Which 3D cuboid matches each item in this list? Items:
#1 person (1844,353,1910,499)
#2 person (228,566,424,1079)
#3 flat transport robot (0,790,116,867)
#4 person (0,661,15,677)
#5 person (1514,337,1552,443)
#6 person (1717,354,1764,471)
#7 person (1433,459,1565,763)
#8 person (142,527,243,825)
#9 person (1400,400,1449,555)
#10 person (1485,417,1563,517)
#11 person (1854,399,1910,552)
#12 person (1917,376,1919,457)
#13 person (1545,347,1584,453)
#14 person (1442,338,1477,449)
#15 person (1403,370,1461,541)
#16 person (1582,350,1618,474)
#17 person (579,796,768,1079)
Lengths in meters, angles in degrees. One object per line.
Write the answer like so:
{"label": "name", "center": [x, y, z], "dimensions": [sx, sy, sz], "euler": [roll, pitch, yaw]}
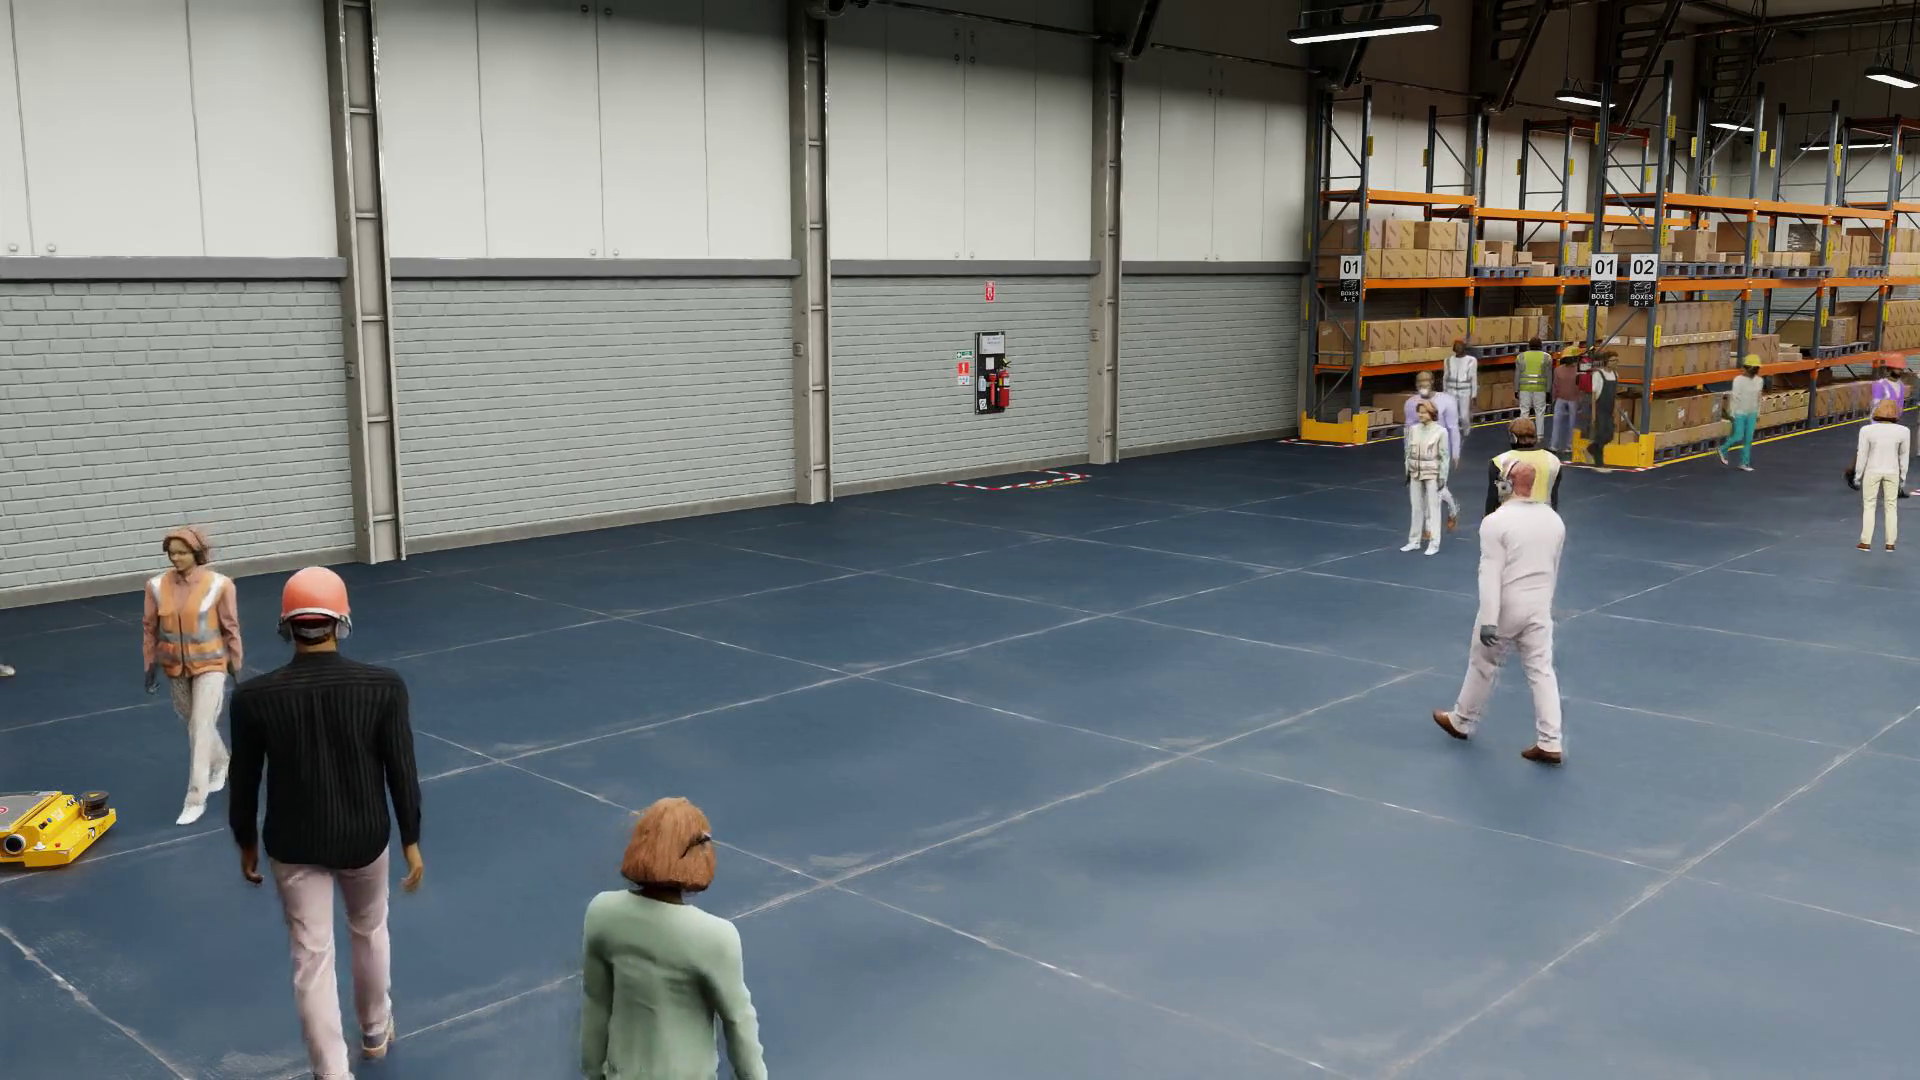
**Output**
{"label": "person", "center": [12.272, -1.534, 22.107], "dimensions": [0.550, 1.914, 0.875], "euler": [-3, 10, -18]}
{"label": "person", "center": [-2.323, 1.059, 6.123], "dimensions": [0.653, 1.960, 0.889], "euler": [-3, 10, -19]}
{"label": "flat transport robot", "center": [-5.229, 1.503, 8.575], "dimensions": [1.431, 0.197, 0.652], "euler": [-1, 9, -8]}
{"label": "person", "center": [-7.293, 0.079, 12.098], "dimensions": [0.759, 1.968, 0.620], "euler": [2, 10, 14]}
{"label": "person", "center": [9.901, -2.591, 28.755], "dimensions": [0.623, 1.844, 0.430], "euler": [4, 10, 21]}
{"label": "person", "center": [11.689, -1.902, 24.814], "dimensions": [0.539, 1.751, 0.540], "euler": [-2, 10, -14]}
{"label": "person", "center": [3.423, 0.418, 10.363], "dimensions": [0.666, 1.854, 1.021], "euler": [-4, 10, -23]}
{"label": "person", "center": [-4.292, 0.710, 9.353], "dimensions": [0.519, 1.602, 0.807], "euler": [1, 9, 4]}
{"label": "person", "center": [4.930, -0.661, 17.606], "dimensions": [0.310, 1.638, 0.523], "euler": [-7, 12, -36]}
{"label": "person", "center": [4.491, -0.068, 13.388], "dimensions": [0.624, 1.840, 0.429], "euler": [-2, 10, -12]}
{"label": "person", "center": [9.850, -0.688, 17.786], "dimensions": [0.507, 1.632, 0.268], "euler": [3, 10, 16]}
{"label": "person", "center": [15.645, -2.133, 26.698], "dimensions": [0.824, 1.603, 0.518], "euler": [-9, 13, -43]}
{"label": "person", "center": [9.832, -2.256, 27.022], "dimensions": [0.548, 1.724, 0.852], "euler": [7, 12, 38]}
{"label": "person", "center": [8.408, -2.472, 27.971], "dimensions": [0.587, 1.862, 0.741], "euler": [6, 11, 31]}
{"label": "person", "center": [5.262, -0.945, 18.525], "dimensions": [0.559, 1.903, 0.672], "euler": [-8, 13, -42]}
{"label": "person", "center": [9.466, -1.902, 24.627], "dimensions": [0.510, 1.829, 0.543], "euler": [-5, 11, -28]}
{"label": "person", "center": [-0.744, 1.482, 4.626], "dimensions": [0.515, 1.598, 0.742], "euler": [6, 11, 30]}
